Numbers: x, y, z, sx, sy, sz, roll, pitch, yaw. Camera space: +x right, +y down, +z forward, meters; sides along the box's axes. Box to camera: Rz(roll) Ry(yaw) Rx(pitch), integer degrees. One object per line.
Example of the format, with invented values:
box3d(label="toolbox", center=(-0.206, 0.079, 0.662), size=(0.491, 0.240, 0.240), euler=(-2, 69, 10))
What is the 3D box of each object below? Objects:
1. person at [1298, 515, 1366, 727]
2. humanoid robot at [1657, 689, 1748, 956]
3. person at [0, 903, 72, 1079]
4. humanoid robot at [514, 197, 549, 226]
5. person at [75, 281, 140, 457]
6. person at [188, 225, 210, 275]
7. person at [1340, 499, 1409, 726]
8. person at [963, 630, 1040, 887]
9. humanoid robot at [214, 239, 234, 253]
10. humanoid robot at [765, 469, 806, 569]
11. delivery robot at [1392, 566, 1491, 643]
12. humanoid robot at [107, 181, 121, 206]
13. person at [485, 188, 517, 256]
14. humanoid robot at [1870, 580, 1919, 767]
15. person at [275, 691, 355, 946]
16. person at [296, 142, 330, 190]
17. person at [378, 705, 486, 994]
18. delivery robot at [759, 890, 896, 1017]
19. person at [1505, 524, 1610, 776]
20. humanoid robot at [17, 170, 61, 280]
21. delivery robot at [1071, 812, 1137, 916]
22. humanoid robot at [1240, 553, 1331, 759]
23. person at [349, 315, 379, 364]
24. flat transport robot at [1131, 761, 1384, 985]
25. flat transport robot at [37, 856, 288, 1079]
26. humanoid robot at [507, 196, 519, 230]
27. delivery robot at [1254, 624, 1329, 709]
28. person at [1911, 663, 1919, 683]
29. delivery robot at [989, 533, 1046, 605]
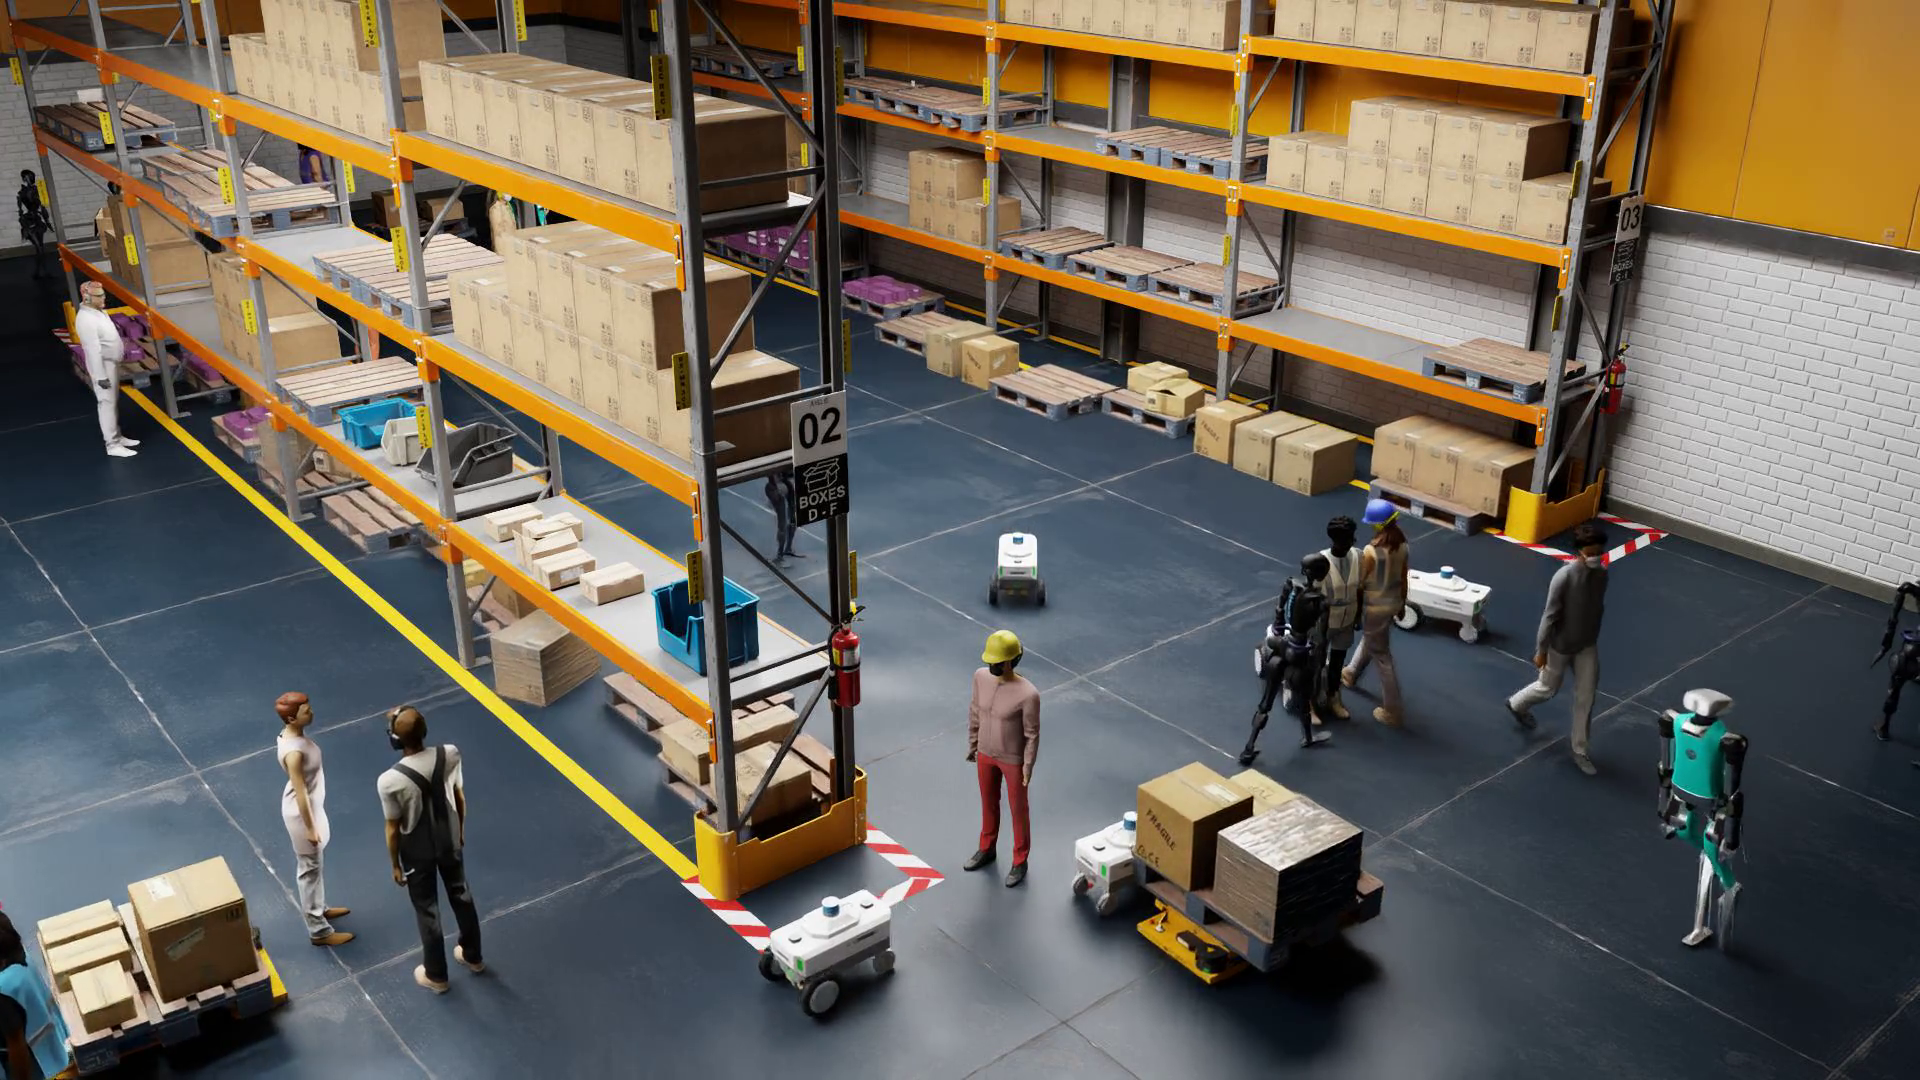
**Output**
box3d(label="person", center=(2.791, 0.591, 12.476), size=(0.533, 1.693, 0.320), euler=(-9, 25, -21))
box3d(label="humanoid robot", center=(4.503, 1.694, 9.980), size=(0.739, 1.859, 0.573), euler=(-15, 27, -30))
box3d(label="person", center=(-4.472, 2.495, 7.855), size=(0.504, 1.857, 0.587), euler=(-10, 25, -22))
box3d(label="humanoid robot", center=(-6.549, -5.055, 25.657), size=(0.543, 1.886, 0.802), euler=(-12, 26, -25))
box3d(label="person", center=(-9.159, -1.848, 17.863), size=(0.403, 1.904, 0.643), euler=(-7, 24, -17))
box3d(label="person", center=(-10.978, -4.229, 23.637), size=(0.872, 1.715, 0.565), euler=(-10, 25, -21))
box3d(label="person", center=(3.153, 0.507, 12.631), size=(0.449, 1.717, 0.880), euler=(-17, 29, -34))
box3d(label="person", center=(0.265, 1.371, 10.581), size=(0.524, 1.768, 0.309), euler=(16, 28, 33))
box3d(label="humanoid robot", center=(-9.750, -3.835, 22.700), size=(0.668, 1.823, 0.539), euler=(14, 27, 29))
box3d(label="humanoid robot", center=(-1.579, -0.579, 15.210), size=(0.313, 1.648, 0.602), euler=(14, 27, 29))
box3d(label="delivery robot", center=(4.068, 0.515, 14.110), size=(0.788, 0.610, 0.499), euler=(14, 27, 30))
box3d(label="humanoid robot", center=(-12.089, -4.472, 24.306), size=(0.612, 1.633, 0.781), euler=(8, 25, 18))
box3d(label="person", center=(-6.281, -4.016, 22.932), size=(0.390, 1.869, 0.559), euler=(3, 24, 7))
box3d(label="humanoid robot", center=(6.956, 0.834, 12.004), size=(0.587, 1.629, 0.783), euler=(4, 24, 10))
box3d(label="person", center=(-3.926, 1.660, 10.039), size=(0.288, 1.661, 0.445), euler=(-9, 25, -19))
box3d(label="person", center=(-10.329, -5.631, 26.606), size=(0.447, 1.922, 0.574), euler=(-16, 28, -33))
box3d(label="person", center=(-3.047, 1.774, 9.558), size=(0.343, 1.842, 0.503), euler=(21, 31, 40))
box3d(label="delivery robot", center=(-0.758, 2.375, 9.777), size=(0.793, 0.590, 0.499), euler=(-18, 29, -36))
box3d(label="person", center=(4.367, 0.703, 12.015), size=(0.566, 1.863, 0.855), euler=(-8, 25, -19))
box3d(label="humanoid robot", center=(-13.718, -4.676, 24.709), size=(0.634, 1.642, 0.608), euler=(4, 24, 10))
box3d(label="delivery robot", center=(1.092, 2.006, 10.616), size=(0.769, 0.577, 0.499), euler=(-15, 27, -30))
box3d(label="humanoid robot", center=(2.392, 0.835, 12.006), size=(0.772, 1.625, 0.610), euler=(-12, 26, -26))
box3d(label="person", center=(-7.153, -2.698, 20.015), size=(0.504, 1.758, 0.343), euler=(13, 26, 27))
box3d(label="flat transport robot", center=(1.857, 2.282, 10.359), size=(1.431, 0.231, 0.659), euler=(-16, 28, -33))
box3d(label="flat transport robot", center=(-4.664, 2.661, 9.482), size=(1.431, 0.231, 0.659), euler=(-16, 28, -32))
box3d(label="humanoid robot", center=(-7.124, -5.540, 26.719), size=(0.890, 1.841, 0.556), euler=(18, 29, 35))
box3d(label="delivery robot", center=(2.644, 0.948, 13.113), size=(0.499, 0.614, 0.804), euler=(-2, 23, -4))
box3d(label="person", center=(7.809, 0.263, 12.955), size=(0.547, 1.924, 0.387), euler=(14, 27, 29))
box3d(label="delivery robot", center=(0.512, 0.216, 14.744), size=(0.499, 0.565, 0.745), euler=(1, 23, 2))
